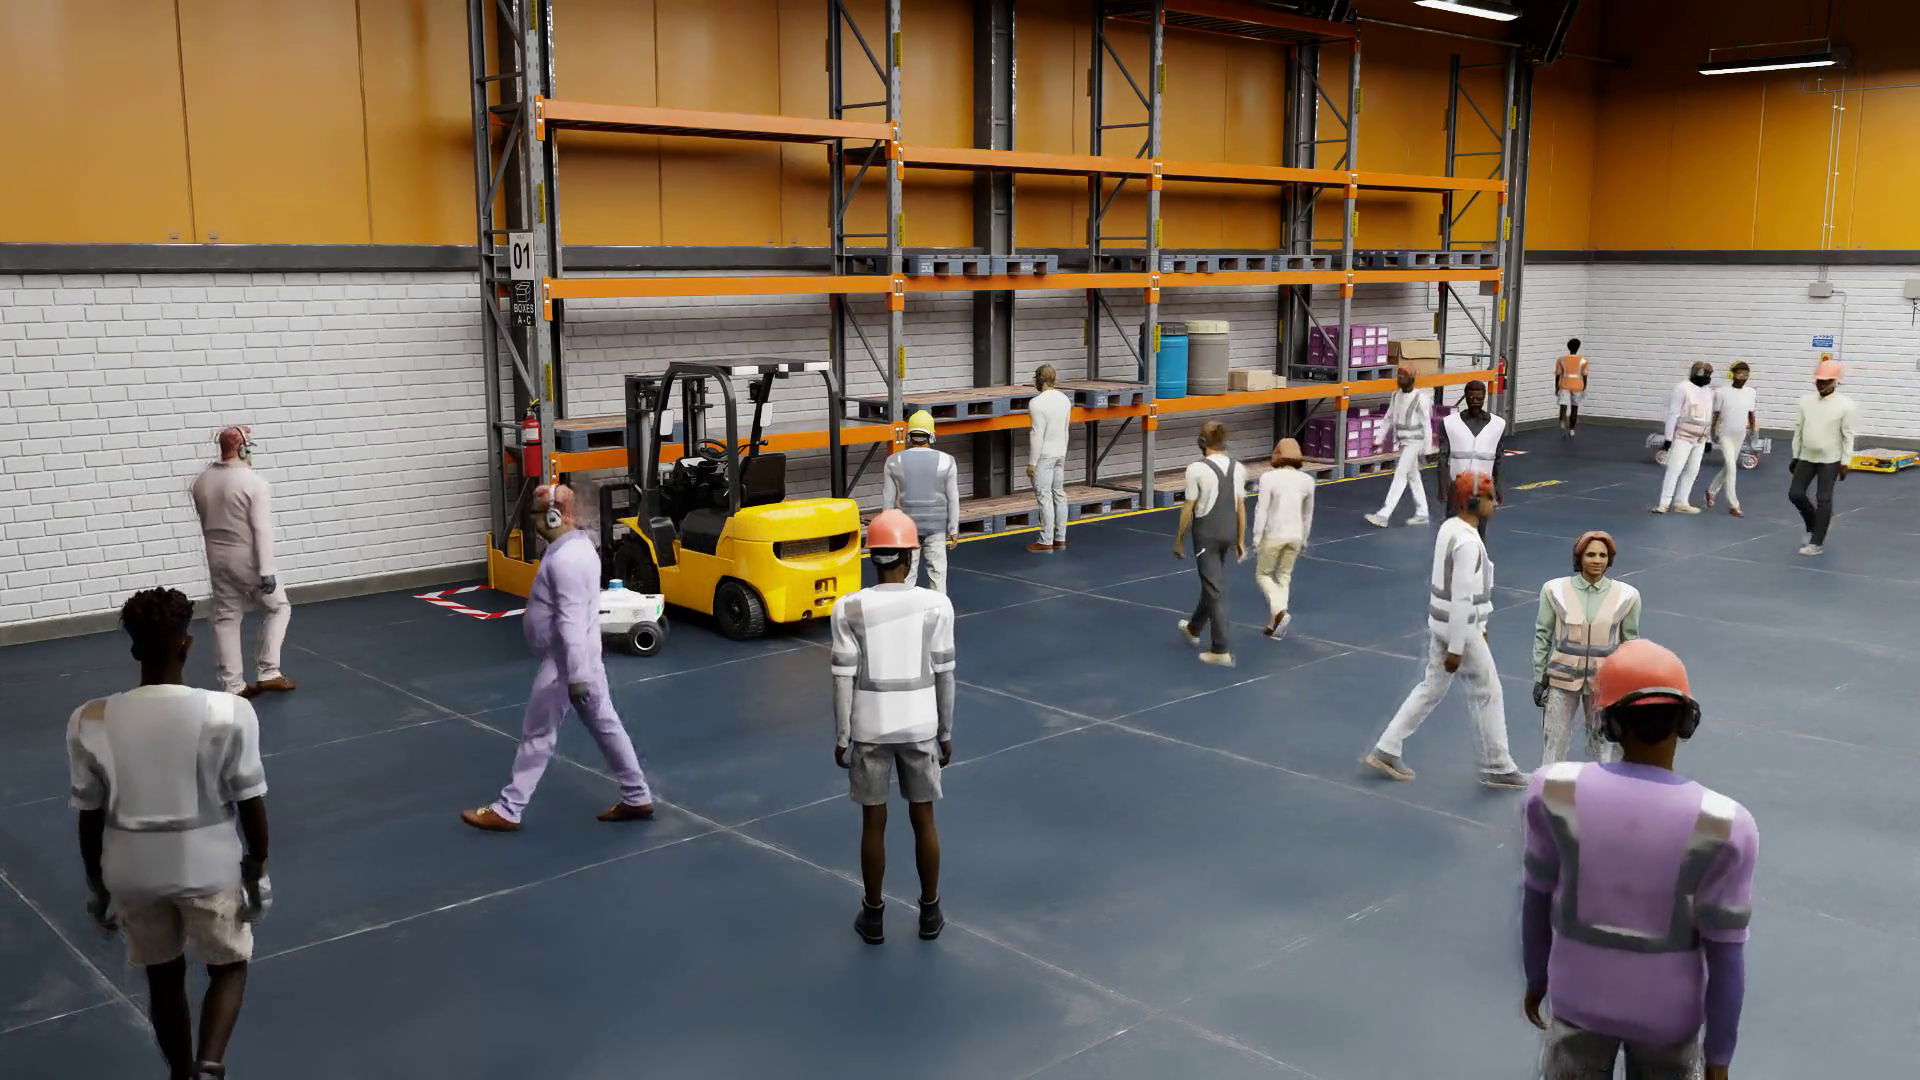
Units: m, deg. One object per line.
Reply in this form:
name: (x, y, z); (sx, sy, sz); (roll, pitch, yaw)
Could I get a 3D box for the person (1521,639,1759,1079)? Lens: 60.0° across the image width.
person: (1.801, 1.279, 4.528); (0.599, 2.009, 0.857); (5, 11, 27)

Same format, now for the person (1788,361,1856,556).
person: (8.735, -0.829, 16.890); (0.440, 1.983, 0.638); (-6, 12, -32)

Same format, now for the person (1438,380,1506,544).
person: (4.659, -0.505, 15.193); (0.590, 1.918, 0.391); (1, 10, 7)

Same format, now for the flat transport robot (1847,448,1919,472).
flat transport robot: (13.167, -1.145, 23.755); (1.431, 0.197, 0.652); (-9, 13, -42)

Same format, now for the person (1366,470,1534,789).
person: (2.824, 0.509, 9.501); (0.951, 1.846, 0.575); (0, 10, 2)

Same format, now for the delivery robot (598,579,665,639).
delivery robot: (-2.633, 0.545, 12.756); (0.707, 0.478, 0.477); (-1, 10, -5)

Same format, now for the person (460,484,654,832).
person: (-2.116, 0.622, 8.787); (1.012, 1.848, 0.668); (-1, 10, -4)

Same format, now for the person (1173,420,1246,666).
person: (1.862, 0.002, 12.579); (0.497, 1.795, 0.909); (-6, 11, -31)

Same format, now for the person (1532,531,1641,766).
person: (3.224, 0.758, 8.601); (0.514, 1.645, 0.309); (3, 10, 16)

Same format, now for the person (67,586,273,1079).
person: (-2.650, 1.119, 5.601); (0.614, 1.944, 0.693); (-2, 10, -12)

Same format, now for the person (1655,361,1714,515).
person: (8.551, -1.186, 19.550); (0.753, 1.813, 0.432); (-5, 11, -25)

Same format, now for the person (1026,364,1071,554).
person: (0.896, -0.831, 17.043); (0.354, 1.937, 0.635); (7, 12, 36)

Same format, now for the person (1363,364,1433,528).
person: (4.927, -1.048, 18.624); (0.982, 1.831, 0.591); (-3, 10, -15)

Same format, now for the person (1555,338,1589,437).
person: (10.222, -2.540, 27.830); (0.536, 1.675, 0.723); (4, 10, 20)

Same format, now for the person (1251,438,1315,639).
person: (2.564, 0.006, 13.106); (0.549, 1.602, 0.511); (-3, 10, -16)

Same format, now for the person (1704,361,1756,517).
person: (9.118, -1.223, 19.714); (0.532, 1.823, 0.949); (-1, 10, -6)

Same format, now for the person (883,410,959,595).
person: (-0.308, -0.106, 13.109); (0.602, 1.830, 0.404); (0, 10, -2)

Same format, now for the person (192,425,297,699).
person: (-4.864, 0.154, 11.407); (0.680, 1.885, 0.619); (4, 10, 21)

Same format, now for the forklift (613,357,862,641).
forklift: (-1.847, -0.414, 13.852); (1.214, 2.155, 2.313); (-9, 13, -42)

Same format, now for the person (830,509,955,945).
person: (-0.299, 0.827, 7.363); (0.547, 1.930, 0.384); (-1, 10, -6)
